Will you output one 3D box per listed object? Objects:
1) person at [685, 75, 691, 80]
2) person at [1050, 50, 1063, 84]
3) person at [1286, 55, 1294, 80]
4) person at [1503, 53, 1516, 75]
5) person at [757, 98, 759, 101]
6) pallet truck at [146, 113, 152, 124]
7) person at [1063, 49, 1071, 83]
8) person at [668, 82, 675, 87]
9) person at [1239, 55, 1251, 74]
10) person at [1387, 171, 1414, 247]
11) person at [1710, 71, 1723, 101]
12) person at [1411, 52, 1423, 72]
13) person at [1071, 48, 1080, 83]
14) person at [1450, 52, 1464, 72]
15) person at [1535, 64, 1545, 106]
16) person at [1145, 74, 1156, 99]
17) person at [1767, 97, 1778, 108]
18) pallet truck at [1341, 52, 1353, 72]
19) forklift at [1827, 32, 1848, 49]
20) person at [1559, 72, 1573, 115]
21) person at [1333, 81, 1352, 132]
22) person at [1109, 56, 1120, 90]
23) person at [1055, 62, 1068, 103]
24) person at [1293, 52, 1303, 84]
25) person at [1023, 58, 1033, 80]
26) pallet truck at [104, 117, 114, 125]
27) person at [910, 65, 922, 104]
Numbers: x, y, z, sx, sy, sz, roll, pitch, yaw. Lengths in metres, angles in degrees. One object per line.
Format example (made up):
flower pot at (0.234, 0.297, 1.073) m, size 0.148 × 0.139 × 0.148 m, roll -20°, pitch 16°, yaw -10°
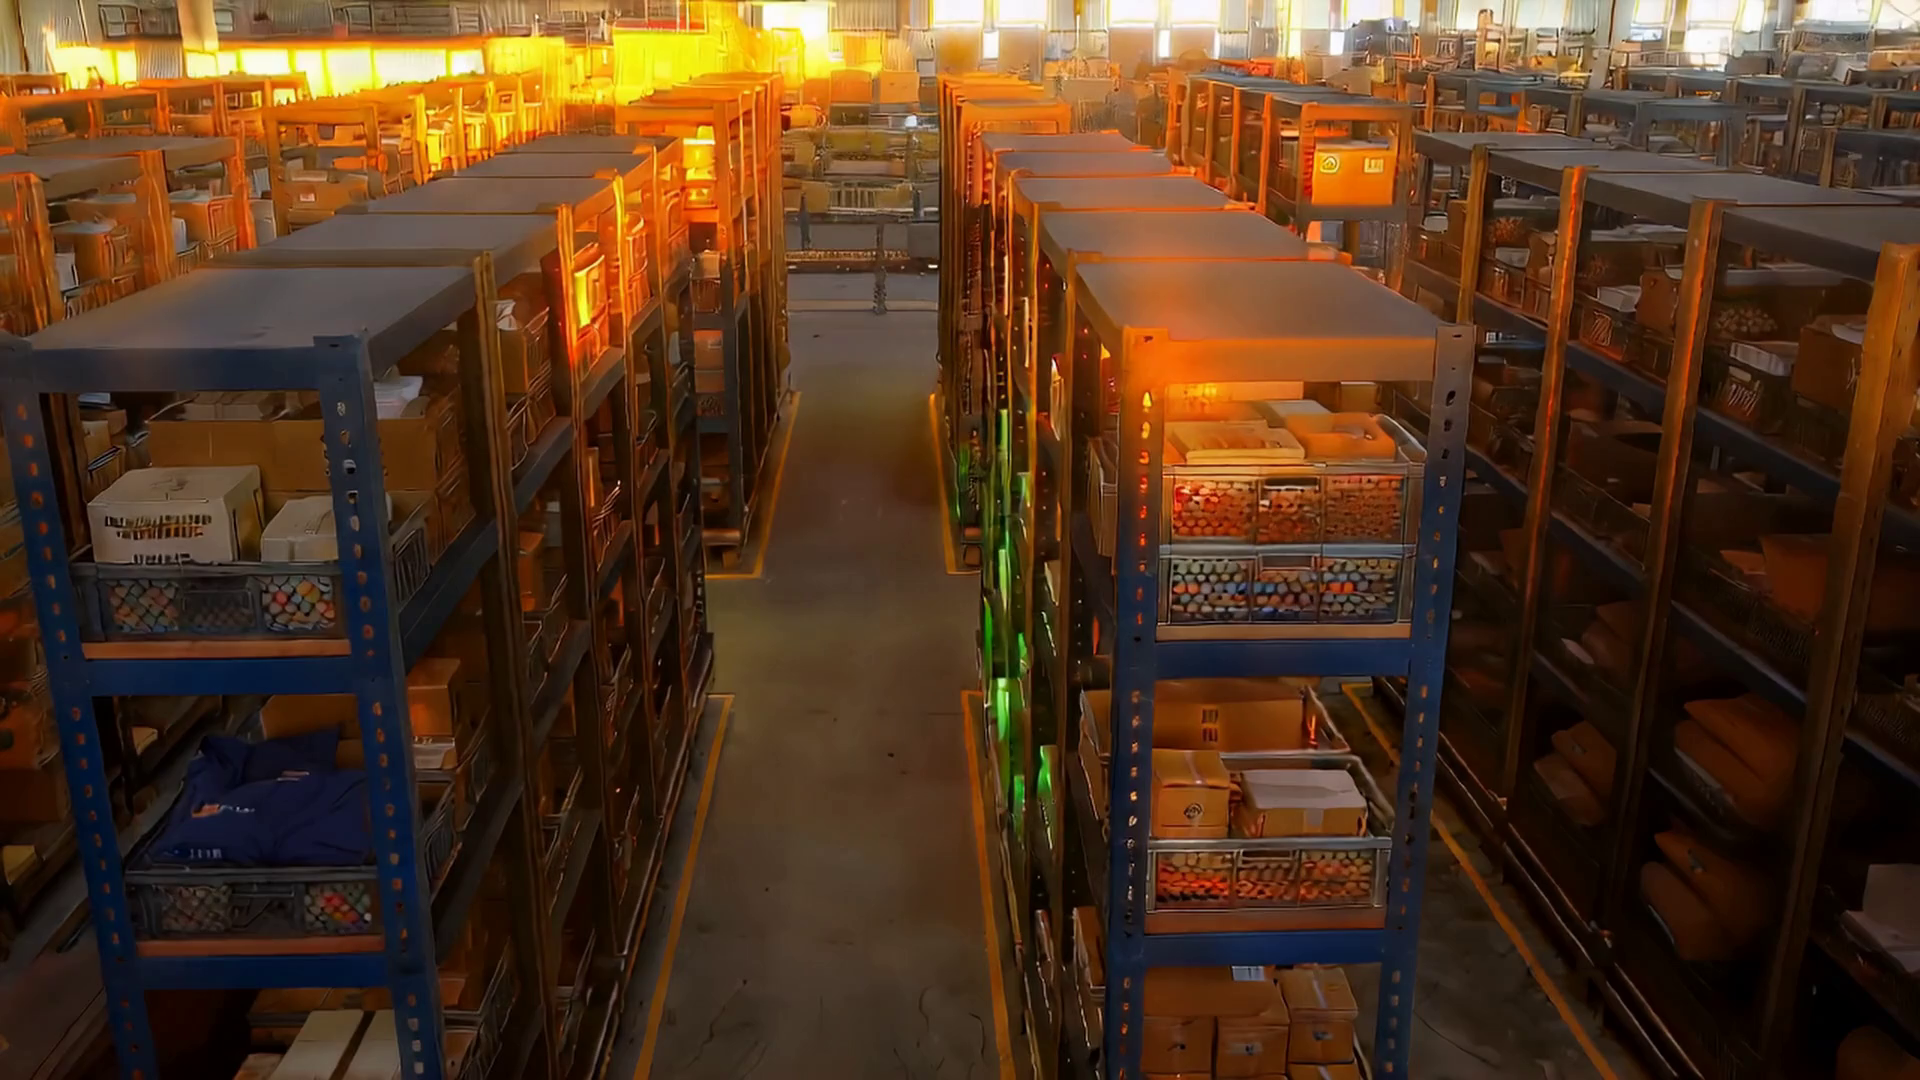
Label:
person at (-9.721, -16.029, 60.585) m, size 0.790 × 1.810 × 0.589 m, roll 1°, pitch 18°, yaw 4°
person at (5.319, -25.706, 90.485) m, size 0.913 × 1.830 × 0.554 m, roll 6°, pitch 19°, yaw 17°
person at (16.017, -22.546, 80.628) m, size 0.338 × 1.882 × 0.583 m, roll -5°, pitch 19°, yaw -16°
person at (27.880, -23.764, 84.395) m, size 0.595 × 1.887 × 0.968 m, roll 4°, pitch 18°, yaw 12°
person at (-6.414, -13.649, 53.010) m, size 0.357 × 1.936 × 0.551 m, roll 1°, pitch 18°, yaw 3°
pallet truck at (-18.087, -8.309, 36.390) m, size 1.885 × 1.965 × 0.823 m, roll -1°, pitch 18°, yaw -4°
person at (5.963, -26.330, 92.407) m, size 0.429 × 1.841 × 0.633 m, roll -1°, pitch 18°, yaw -4°
person at (-9.692, -14.564, 56.166) m, size 0.306 × 1.736 × 0.484 m, roll -2°, pitch 18°, yaw -7°
person at (13.393, -21.843, 78.364) m, size 0.635 × 1.937 × 0.352 m, roll -7°, pitch 19°, yaw -21°
person at (7.042, -5.017, 26.466) m, size 0.600 × 1.830 × 0.403 m, roll -4°, pitch 18°, yaw -12°
person at (32.206, -19.413, 71.039) m, size 0.470 × 1.820 × 0.635 m, roll -12°, pitch 21°, yaw -32°
person at (23.012, -23.575, 83.707) m, size 0.605 × 1.951 × 0.383 m, roll 15°, pitch 23°, yaw 39°
person at (6.442, -26.503, 92.898) m, size 0.631 × 1.867 × 0.595 m, roll -11°, pitch 21°, yaw -30°
person at (23.873, -22.376, 79.850) m, size 0.690 × 2.000 × 0.625 m, roll 16°, pitch 24°, yaw 41°
person at (24.096, -18.861, 69.276) m, size 0.503 × 1.861 × 0.331 m, roll -9°, pitch 20°, yaw -27°
person at (6.446, -14.729, 56.259) m, size 0.378 × 1.996 × 0.611 m, roll -5°, pitch 19°, yaw -15°
person at (28.305, -15.239, 57.930) m, size 0.630 × 1.940 × 0.371 m, roll -13°, pitch 22°, yaw -36°
pallet truck at (18.794, -23.123, 82.231) m, size 0.823 × 1.965 × 1.885 m, roll -13°, pitch 22°, yaw -35°
forklift at (46.026, -25.320, 87.616) m, size 1.129 × 2.768 × 1.873 m, roll -1°, pitch 18°, yaw -2°
person at (24.108, -17.733, 66.050) m, size 0.324 × 1.689 × 0.544 m, roll -1°, pitch 18°, yaw -2°
person at (11.819, -13.166, 51.412) m, size 0.620 × 2.014 × 0.935 m, roll 1°, pitch 18°, yaw 4°
person at (7.303, -21.911, 78.667) m, size 0.575 × 1.882 × 0.355 m, roll -6°, pitch 19°, yaw -17°
person at (4.248, -19.143, 70.043) m, size 0.549 × 1.915 × 0.736 m, roll -9°, pitch 20°, yaw -25°
person at (17.030, -23.572, 83.750) m, size 0.585 × 1.921 × 0.389 m, roll -10°, pitch 21°, yaw -29°
person at (3.095, -20.951, 75.670) m, size 0.440 × 1.905 × 0.598 m, roll -14°, pitch 23°, yaw -38°
pallet truck at (-18.367, -7.885, 35.078) m, size 1.885 × 1.965 × 0.823 m, roll 1°, pitch 18°, yaw 2°
person at (-1.729, -18.236, 67.272) m, size 0.572 × 1.884 × 0.979 m, roll -14°, pitch 22°, yaw -36°
